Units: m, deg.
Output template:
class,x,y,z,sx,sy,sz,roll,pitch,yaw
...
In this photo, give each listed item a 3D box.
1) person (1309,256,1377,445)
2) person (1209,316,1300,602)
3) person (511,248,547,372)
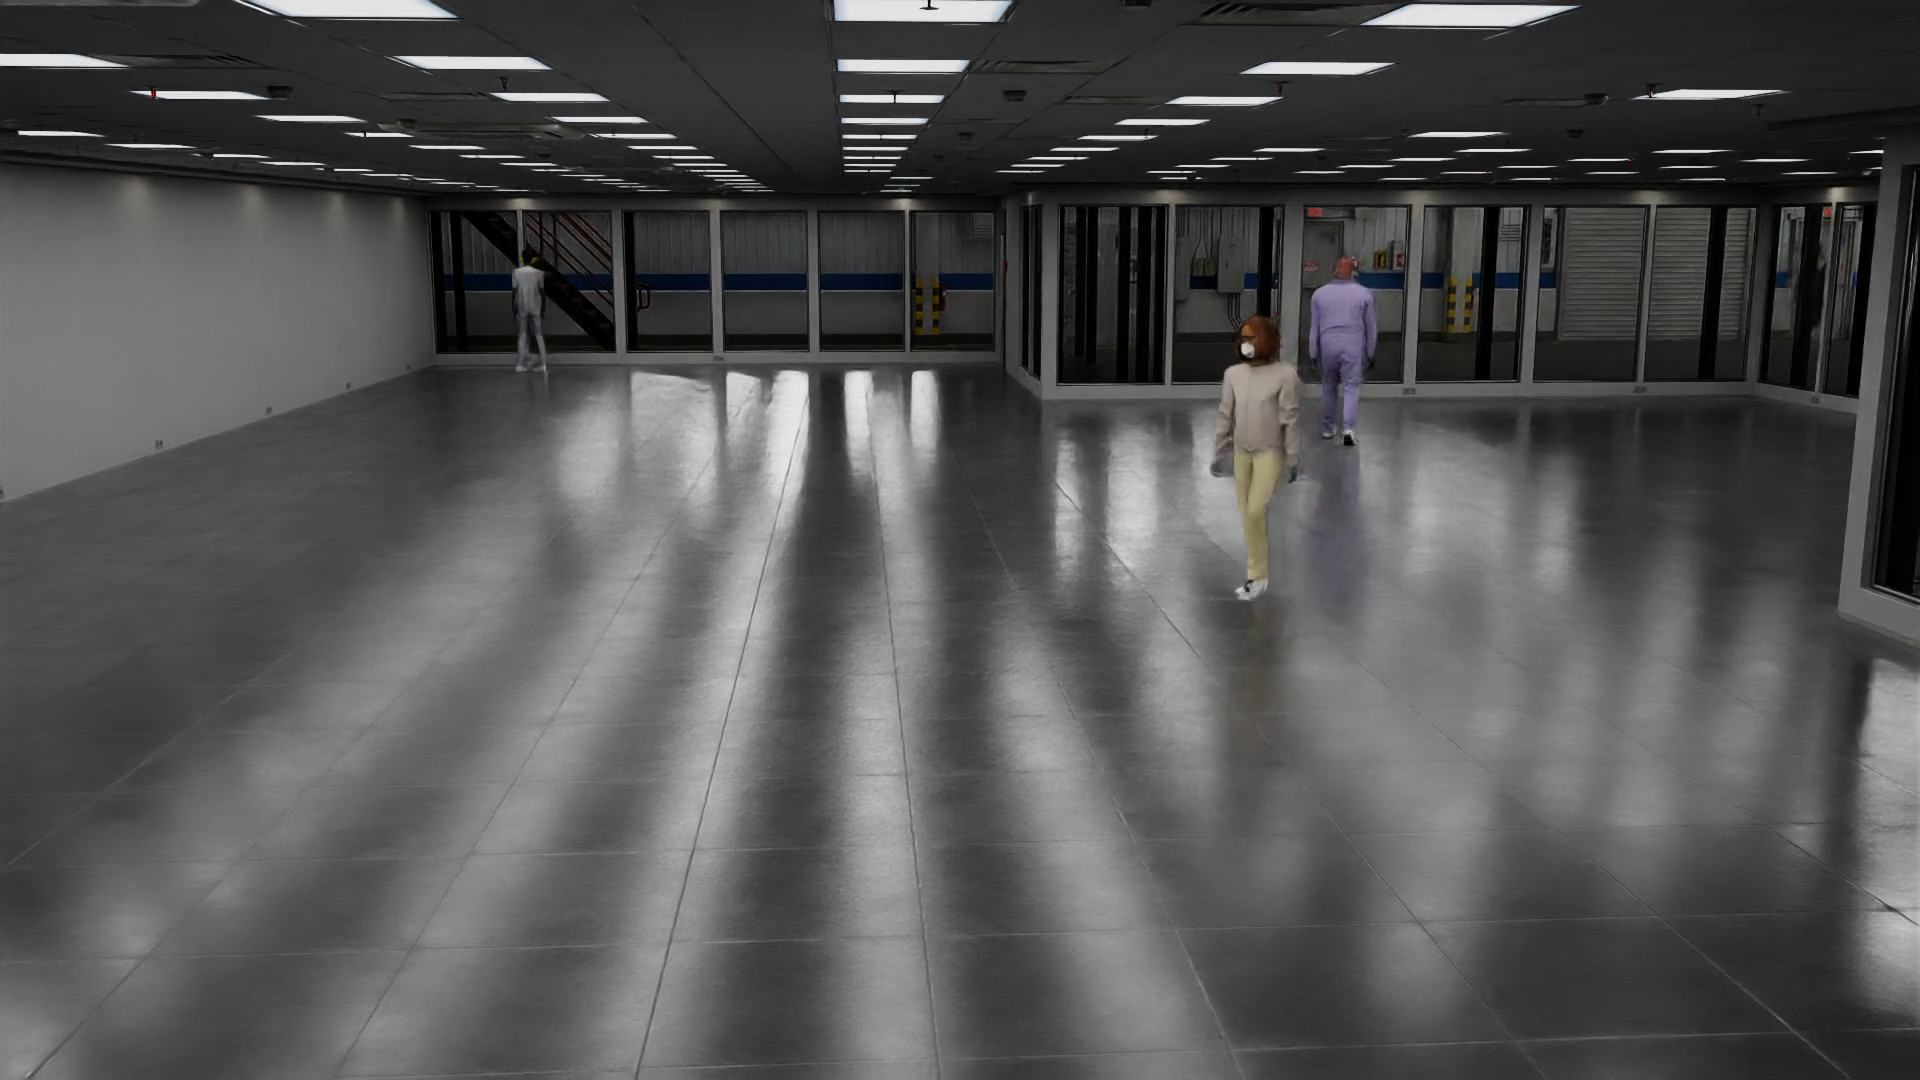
class,x,y,z,sx,sy,sz,roll,pitch,yaw
person,3.785,-1.876,16.478,0.665,1.858,0.926,5,11,24
person,1.630,-0.455,9.423,0.565,1.613,0.520,-10,14,-42
person,-6.415,-3.410,24.732,0.526,1.853,0.381,-2,11,-9
